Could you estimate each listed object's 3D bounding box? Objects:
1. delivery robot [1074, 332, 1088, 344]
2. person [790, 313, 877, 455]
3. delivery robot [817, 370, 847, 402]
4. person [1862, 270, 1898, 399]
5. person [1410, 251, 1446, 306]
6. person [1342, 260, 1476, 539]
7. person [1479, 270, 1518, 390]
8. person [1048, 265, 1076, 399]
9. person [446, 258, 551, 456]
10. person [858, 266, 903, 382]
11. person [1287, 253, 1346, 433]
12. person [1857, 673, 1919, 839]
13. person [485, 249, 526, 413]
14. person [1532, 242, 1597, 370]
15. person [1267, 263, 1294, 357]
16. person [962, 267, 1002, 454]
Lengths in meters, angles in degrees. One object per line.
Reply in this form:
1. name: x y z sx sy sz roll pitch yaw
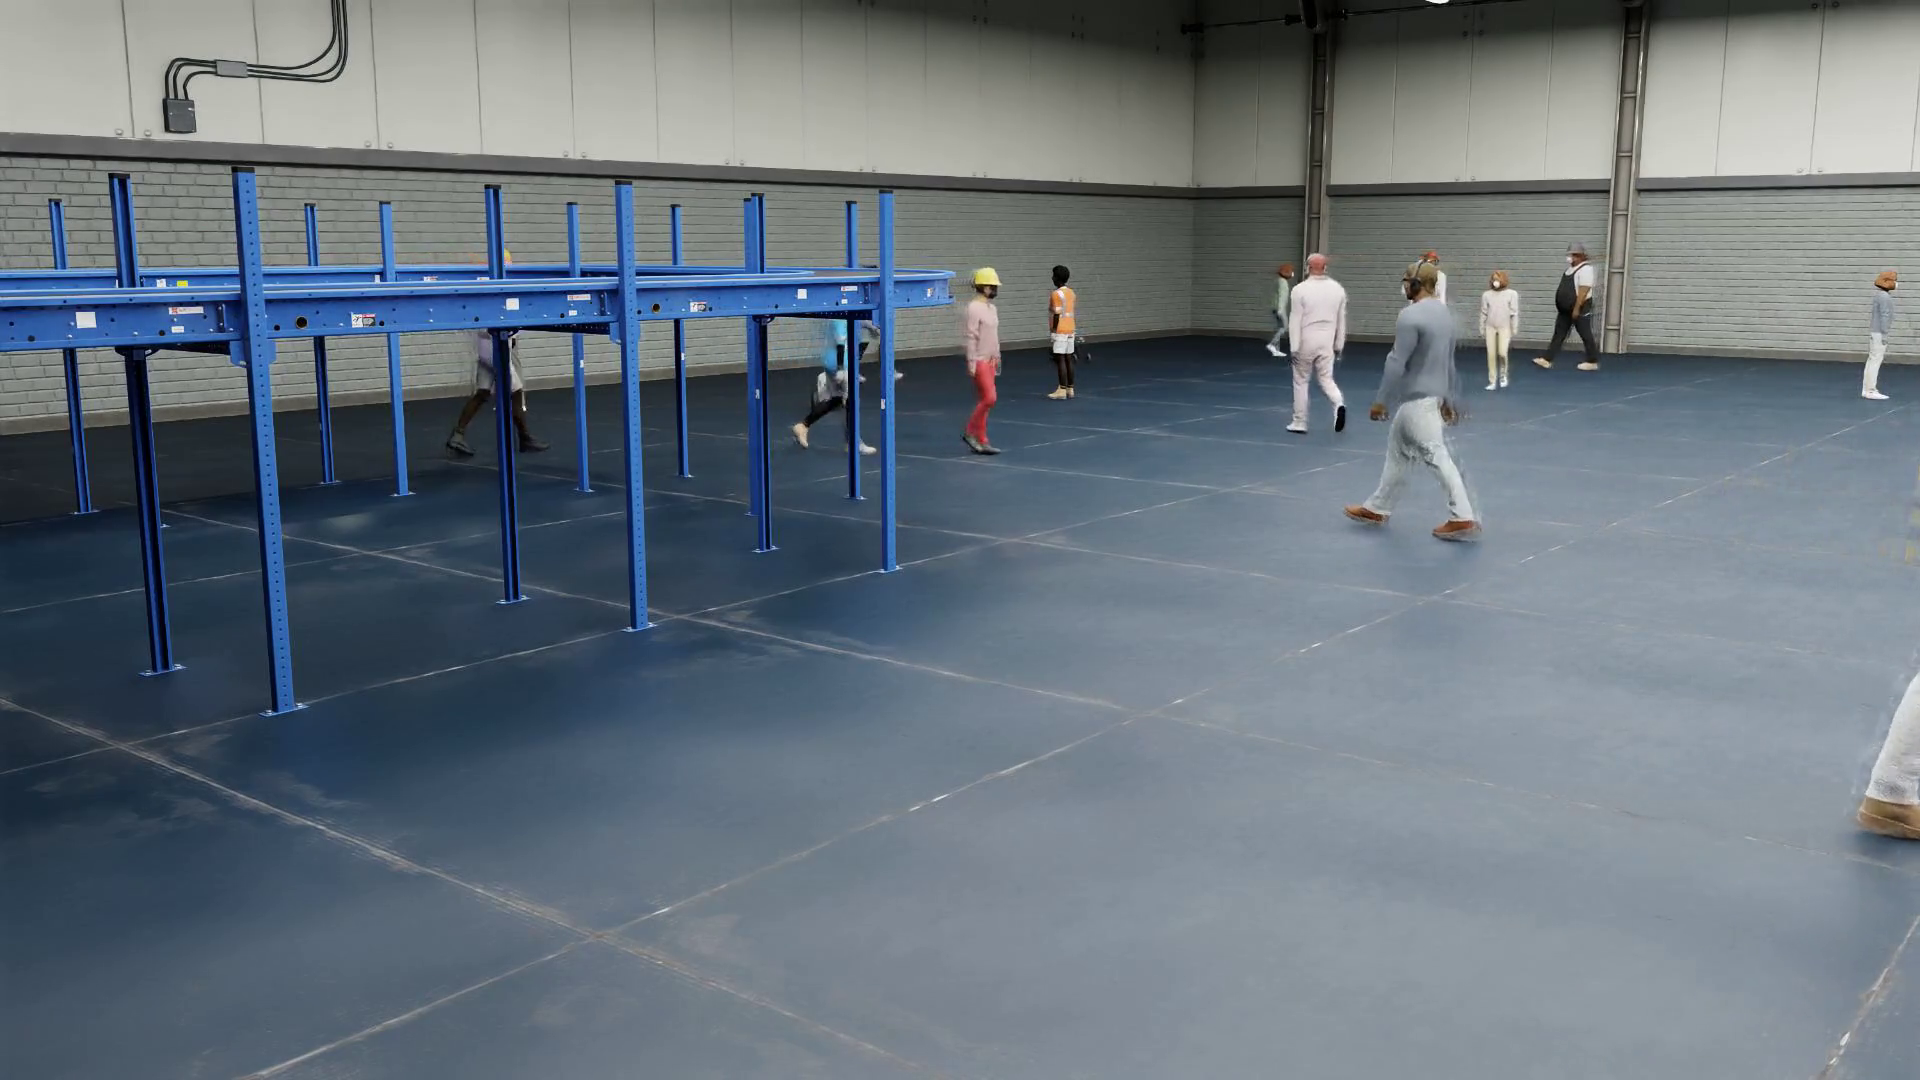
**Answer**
1. delivery robot: 1.861 -3.399 27.686 0.335 0.223 0.699 -6 12 -28
2. person: -1.205 -1.631 15.676 0.745 1.672 0.534 -2 10 -11
3. delivery robot: -1.536 -1.867 19.918 0.477 0.478 0.707 -1 10 -5
4. person: 11.791 -2.629 21.294 0.269 1.632 0.505 3 11 18
5. person: 7.235 -3.541 25.768 0.611 1.840 0.595 7 12 34
6. person: 3.149 -0.970 11.434 1.041 1.890 0.637 7 13 35
7. person: 7.256 -2.832 22.466 0.523 1.614 0.349 7 12 34
8. person: 1.294 -2.651 21.238 0.317 1.695 0.540 5 12 28
9. person: -4.415 -1.729 15.681 0.999 1.862 0.588 -7 12 -33
10. person: -1.231 -3.086 23.776 0.867 1.648 0.547 -8 13 -38
11. person: 3.728 -2.039 17.343 0.650 1.887 0.736 -4 11 -19
12. person: 3.546 0.131 5.531 0.963 1.796 0.618 3 11 18
13. person: -5.316 -2.442 19.442 0.383 1.924 0.594 -5 12 -28
14. person: 9.536 -3.649 25.934 1.005 2.000 0.701 -1 10 -7
15. person: 5.602 -3.996 28.904 0.355 1.611 0.545 3 11 16
16. person: 0.248 -1.683 15.691 0.364 1.754 0.544 5 11 24
